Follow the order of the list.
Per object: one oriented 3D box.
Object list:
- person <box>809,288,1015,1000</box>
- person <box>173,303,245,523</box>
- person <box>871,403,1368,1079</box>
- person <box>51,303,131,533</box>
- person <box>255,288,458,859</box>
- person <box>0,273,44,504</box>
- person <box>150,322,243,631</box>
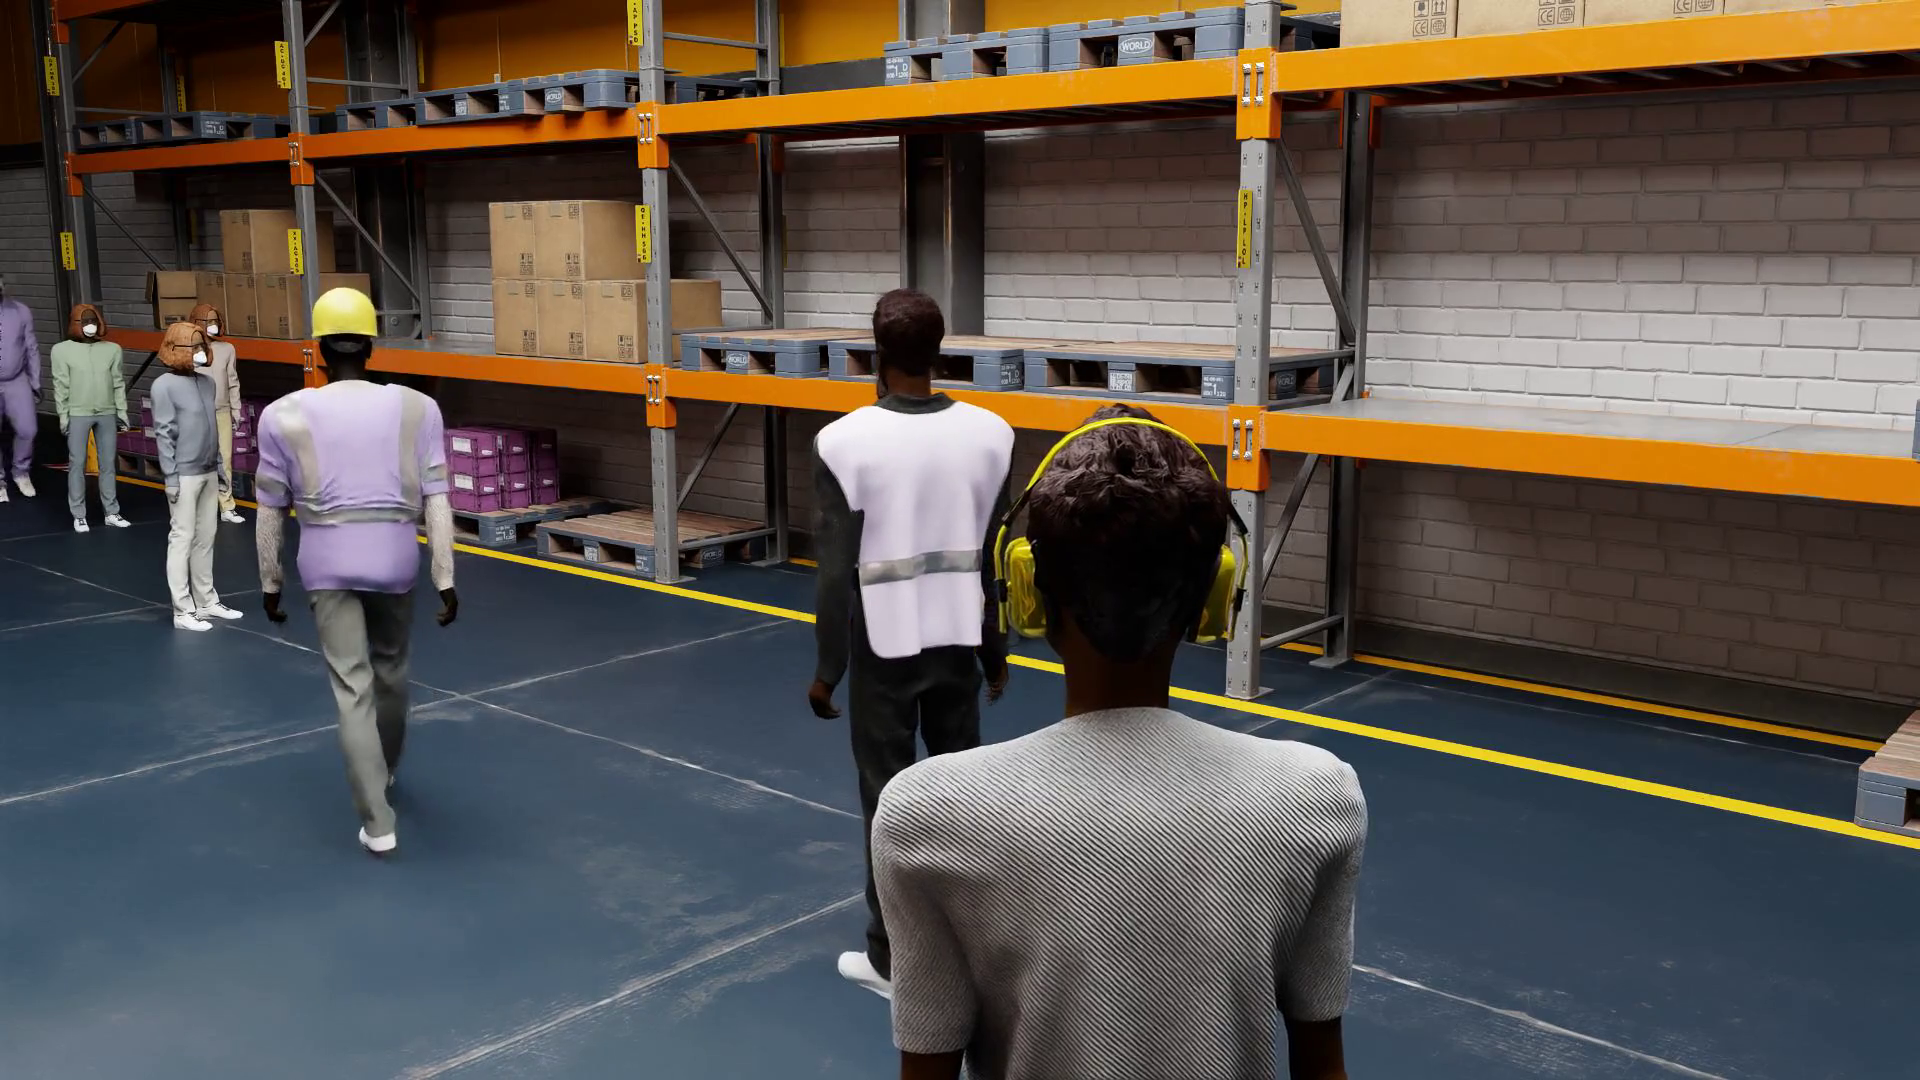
[{"bbox_3d":[-0.114,0.289,4.485,0.596,1.916,0.374,-6,11,-29],"label":"person"},{"bbox_3d":[-5.477,-0.908,12.136,0.277,1.629,0.496,7,12,34],"label":"person"},{"bbox_3d":[0.161,0.794,1.747,0.507,1.872,0.329,-1,10,-8],"label":"person"},{"bbox_3d":[-6.228,-0.880,11.949,0.284,1.634,0.498,8,13,40],"label":"person"},{"bbox_3d":[-2.099,0.082,5.756,0.616,1.876,0.958,-5,11,-27],"label":"person"},{"bbox_3d":[-7.624,-1.227,13.188,0.665,1.893,0.438,-9,13,-42],"label":"person"},{"bbox_3d":[-4.089,-0.341,8.883,0.278,1.633,0.507,1,10,7],"label":"person"}]
